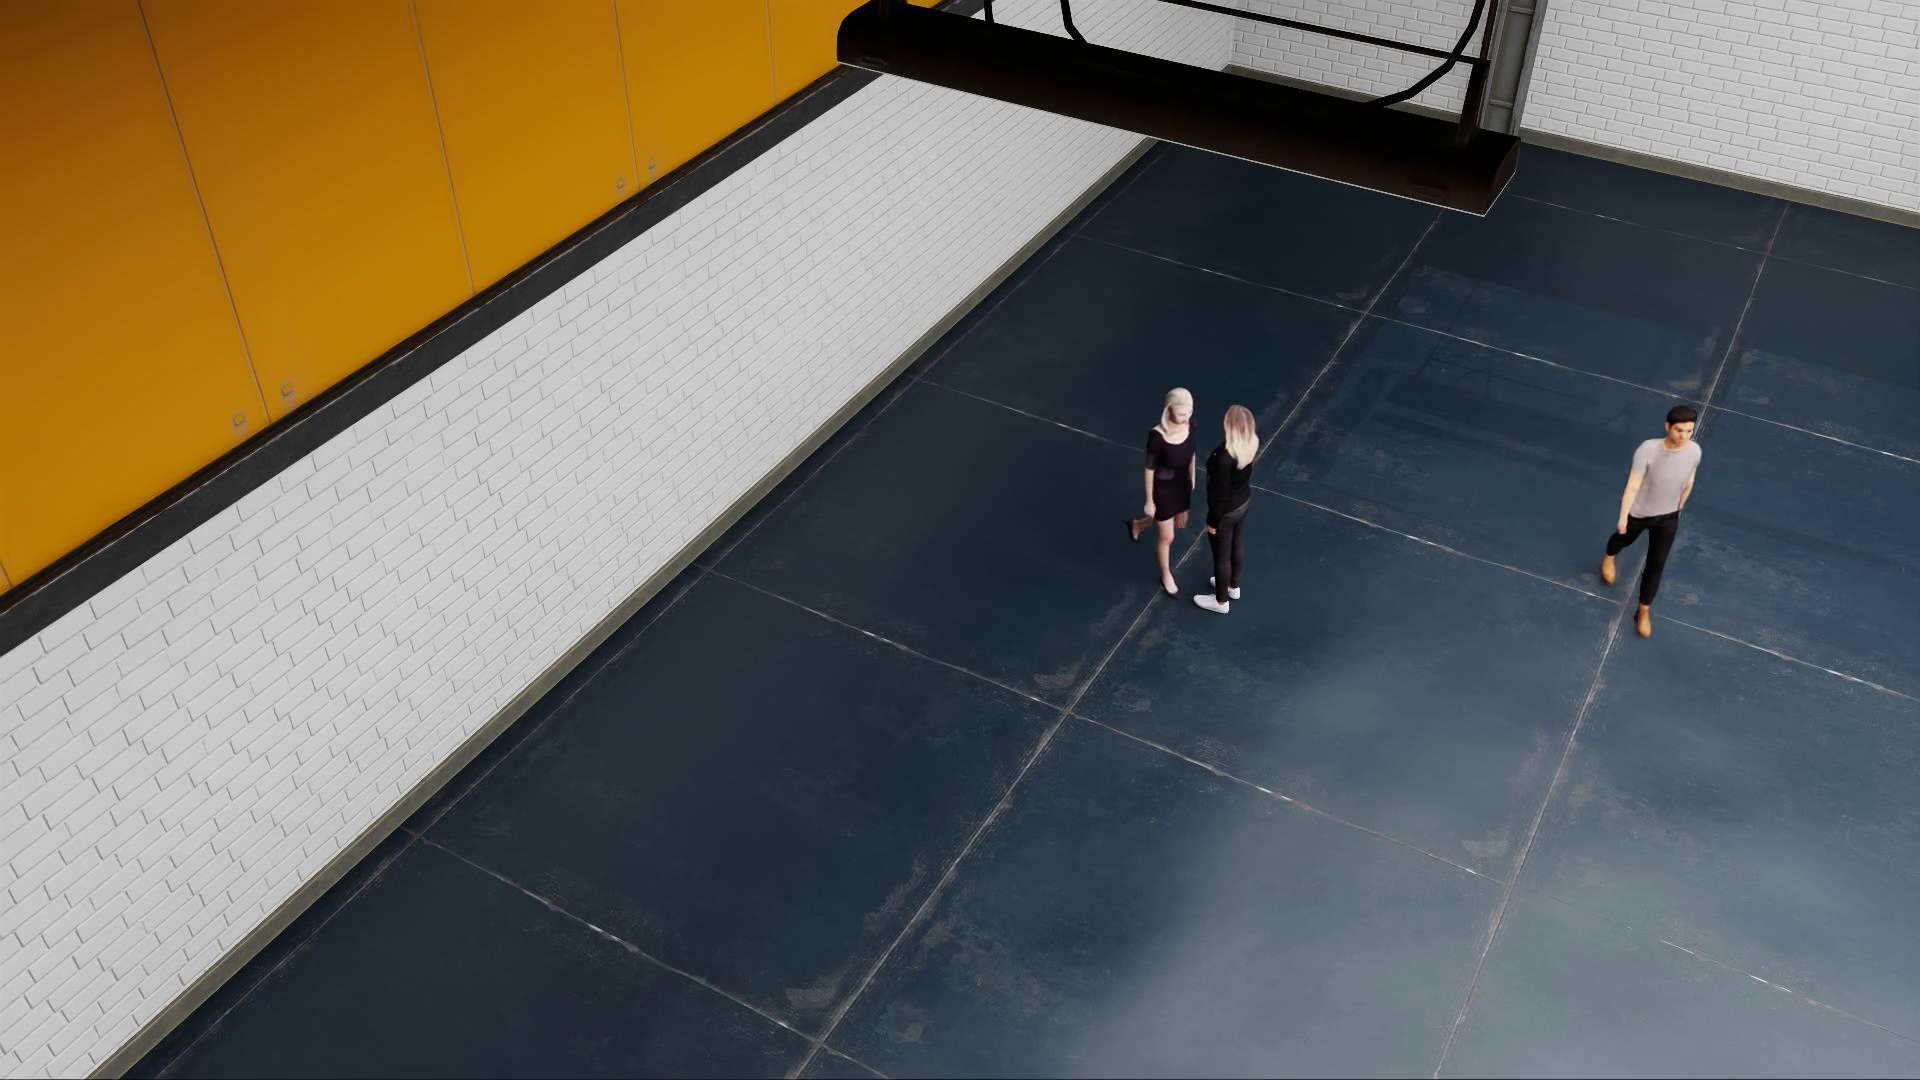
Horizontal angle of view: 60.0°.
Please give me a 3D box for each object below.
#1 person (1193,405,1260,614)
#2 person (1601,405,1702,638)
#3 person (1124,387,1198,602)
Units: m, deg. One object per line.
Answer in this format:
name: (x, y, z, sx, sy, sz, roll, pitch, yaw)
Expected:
person: (1.877, -0.211, 11.562, 0.565, 1.685, 0.638, 25, 45, 28)
person: (4.808, -0.258, 11.626, 1.155, 1.679, 0.982, 4, 39, 5)
person: (1.397, -0.384, 11.683, 0.858, 1.804, 1.023, -29, 47, -31)
